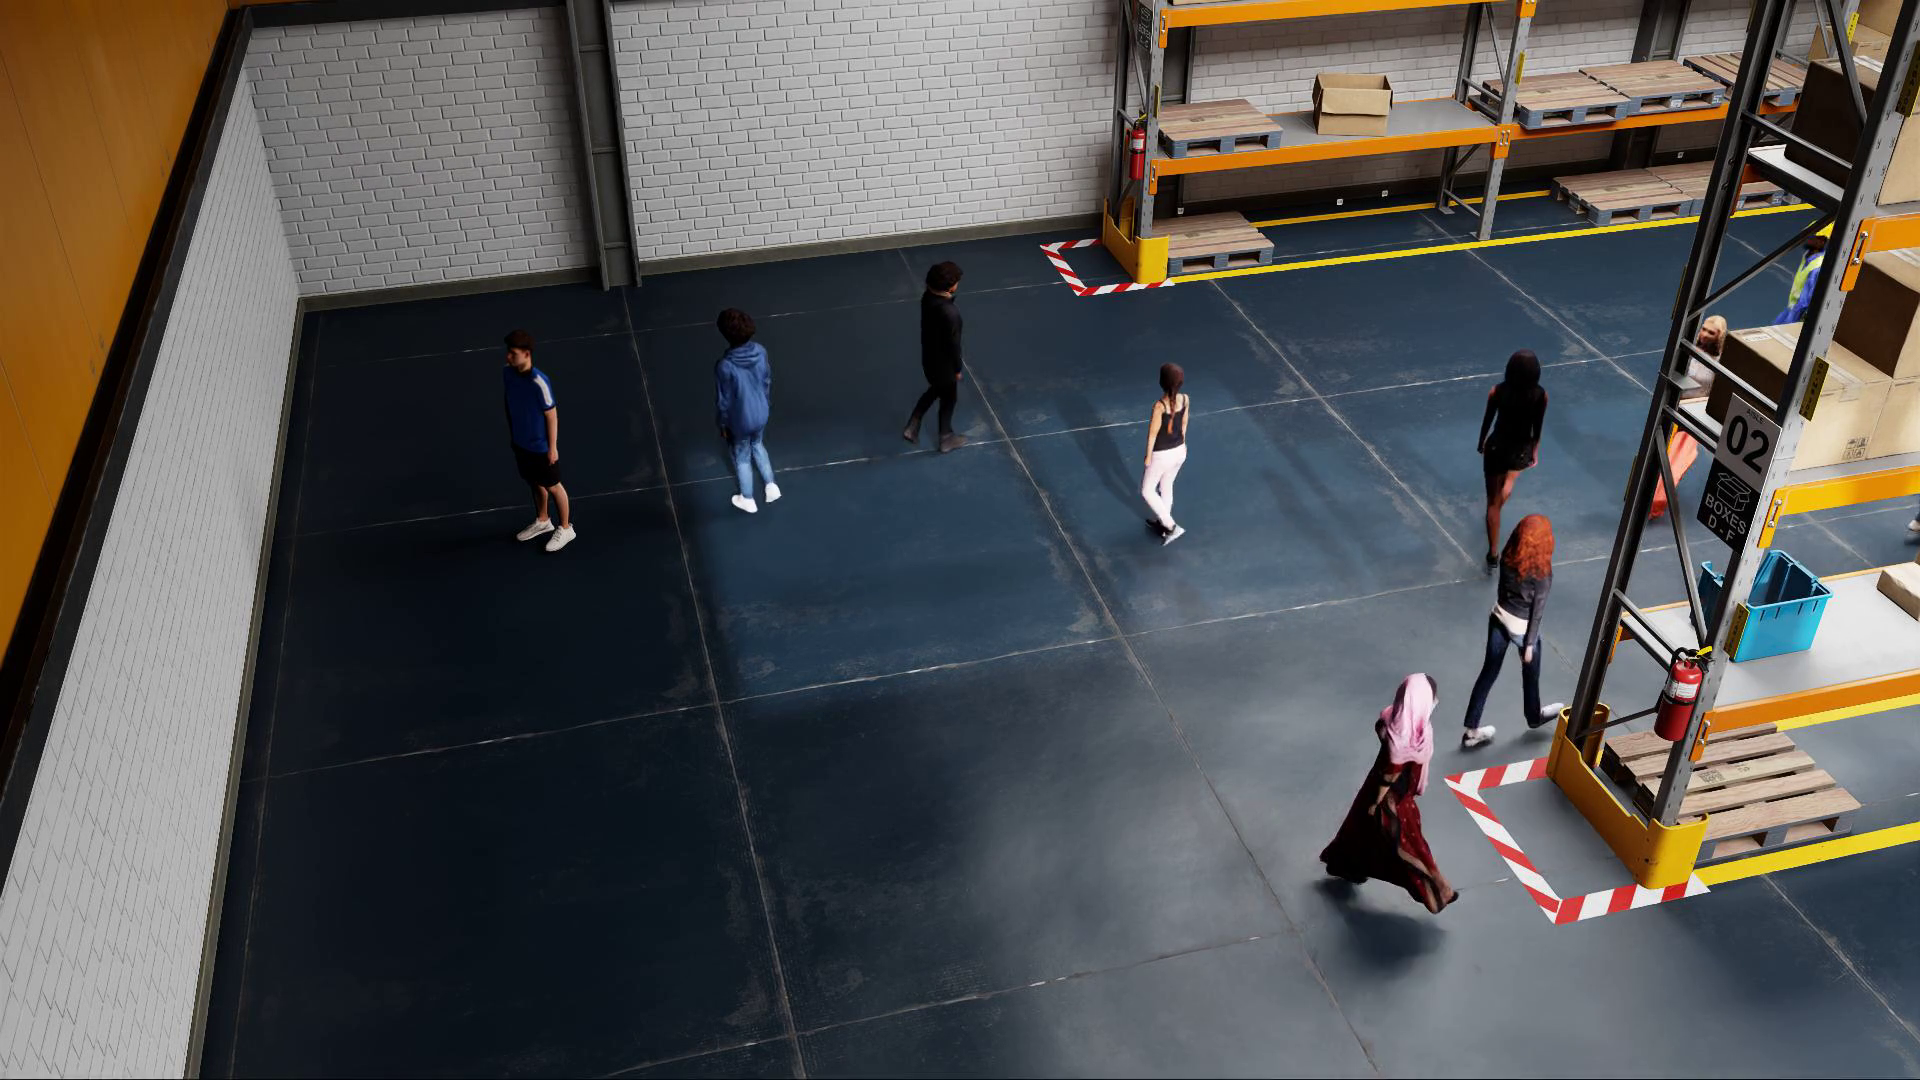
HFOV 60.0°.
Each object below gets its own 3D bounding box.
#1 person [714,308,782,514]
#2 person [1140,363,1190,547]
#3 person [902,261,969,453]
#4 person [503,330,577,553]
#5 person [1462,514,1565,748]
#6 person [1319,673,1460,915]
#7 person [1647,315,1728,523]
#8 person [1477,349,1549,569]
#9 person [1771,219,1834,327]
[{"bbox_3d":[-1.658,-0.982,13.214,0.831,1.802,0.904,-28,43,-35],"label":"person"},{"bbox_3d":[1.643,-0.634,12.919,0.785,1.549,0.716,-19,38,-26],"label":"person"},{"bbox_3d":[-0.219,-1.490,14.014,0.940,1.762,0.776,-21,39,-28],"label":"person"},{"bbox_3d":[-3.279,-0.788,12.865,0.737,1.865,0.782,21,39,29],"label":"person"},{"bbox_3d":[3.535,0.627,10.826,1.056,1.766,0.751,-16,37,-22],"label":"person"},{"bbox_3d":[2.453,1.434,9.740,1.180,1.623,1.075,15,36,21],"label":"person"},{"bbox_3d":[5.818,-1.008,13.267,1.082,1.786,0.911,-28,42,-35],"label":"person"},{"bbox_3d":[4.178,-0.586,12.724,1.243,1.685,1.021,6,34,9],"label":"person"},{"bbox_3d":[7.522,-1.946,14.700,1.296,1.763,0.986,4,34,7],"label":"person"}]
